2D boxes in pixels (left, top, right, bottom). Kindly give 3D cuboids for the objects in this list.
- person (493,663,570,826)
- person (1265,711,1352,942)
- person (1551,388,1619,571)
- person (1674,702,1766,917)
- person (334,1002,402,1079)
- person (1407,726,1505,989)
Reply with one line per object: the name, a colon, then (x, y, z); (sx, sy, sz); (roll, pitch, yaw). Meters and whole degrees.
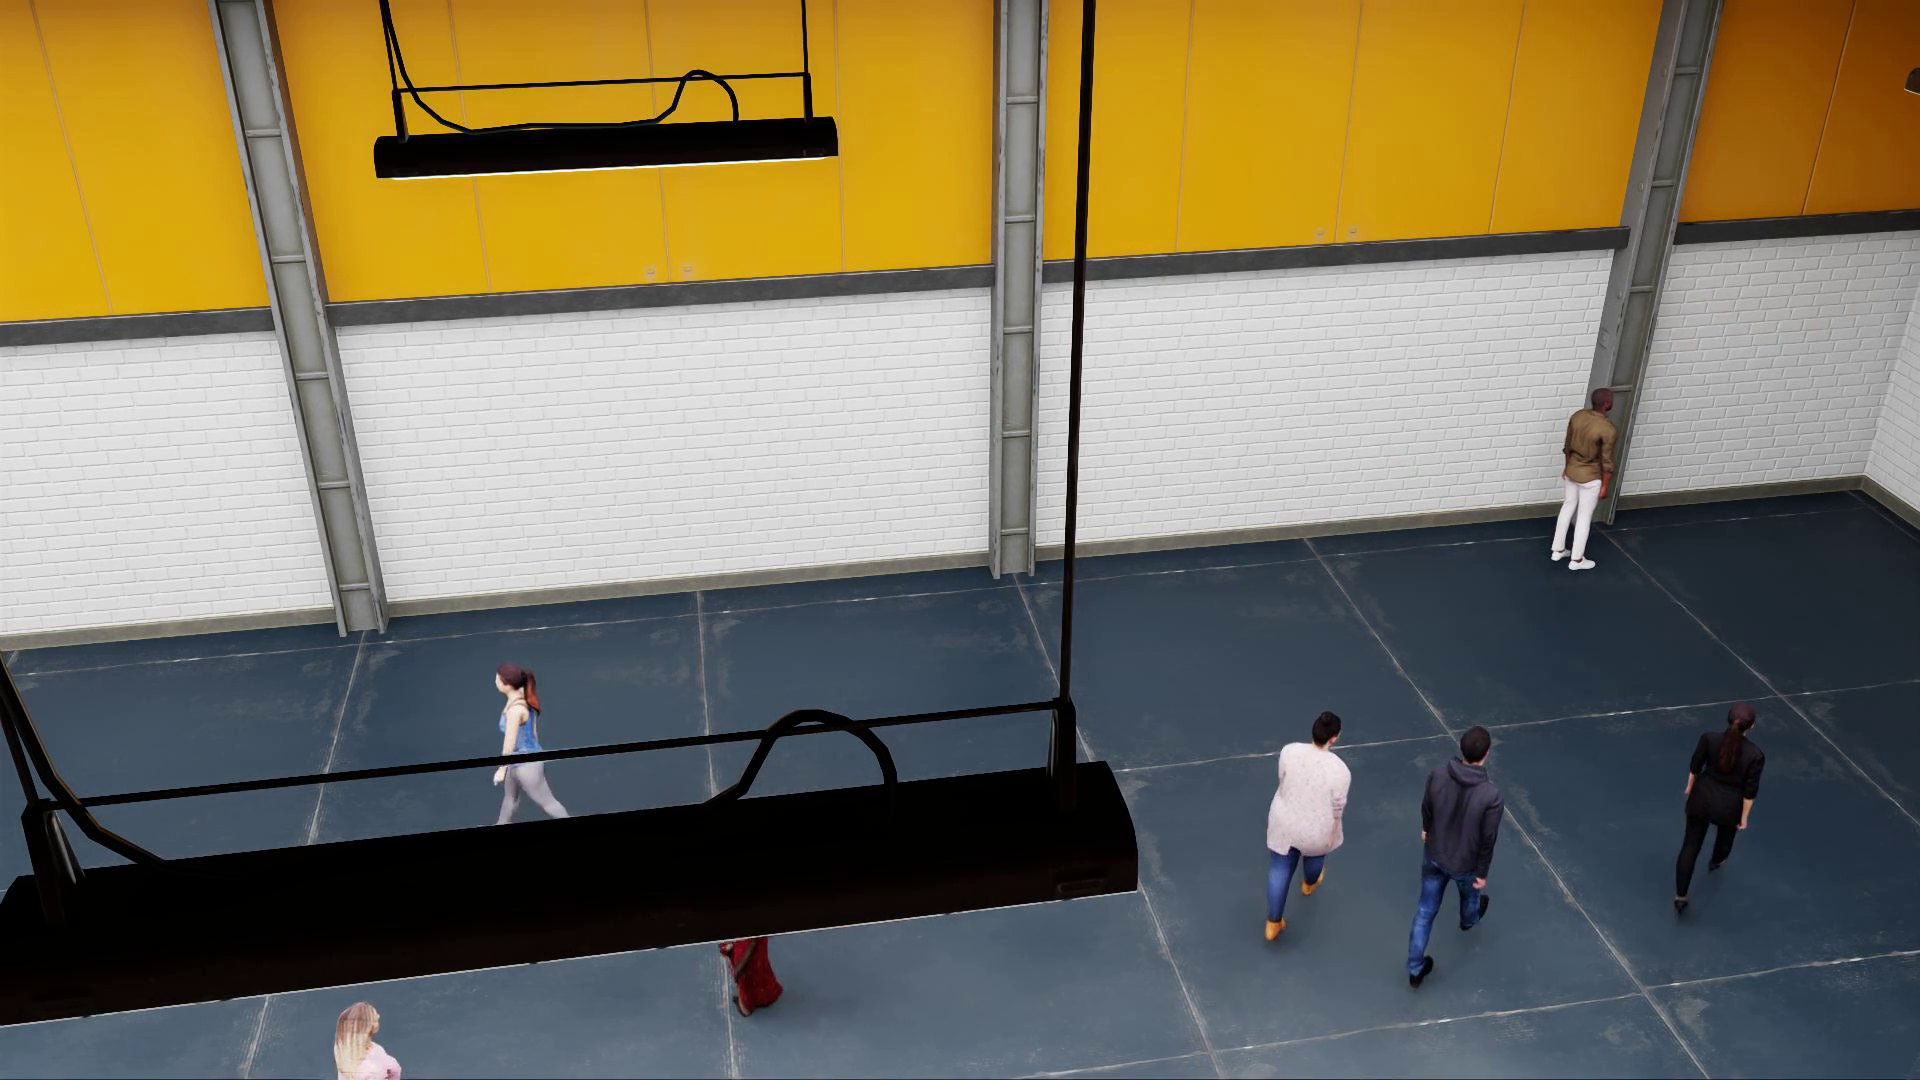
person: (-3.054, 1.605, 11.976); (1.036, 1.570, 0.630); (-2, 29, -5)
person: (2.280, 1.942, 11.225); (1.151, 1.698, 1.159); (16, 32, 26)
person: (5.914, -0.595, 15.743); (0.695, 1.825, 0.780); (-13, 31, -23)
person: (5.155, 1.882, 11.423); (1.038, 1.614, 1.124); (20, 34, 32)
person: (-3.231, 3.209, 8.937); (0.887, 1.665, 0.963); (20, 34, 32)
person: (3.142, 2.108, 10.778); (1.173, 1.833, 1.257); (21, 35, 33)
